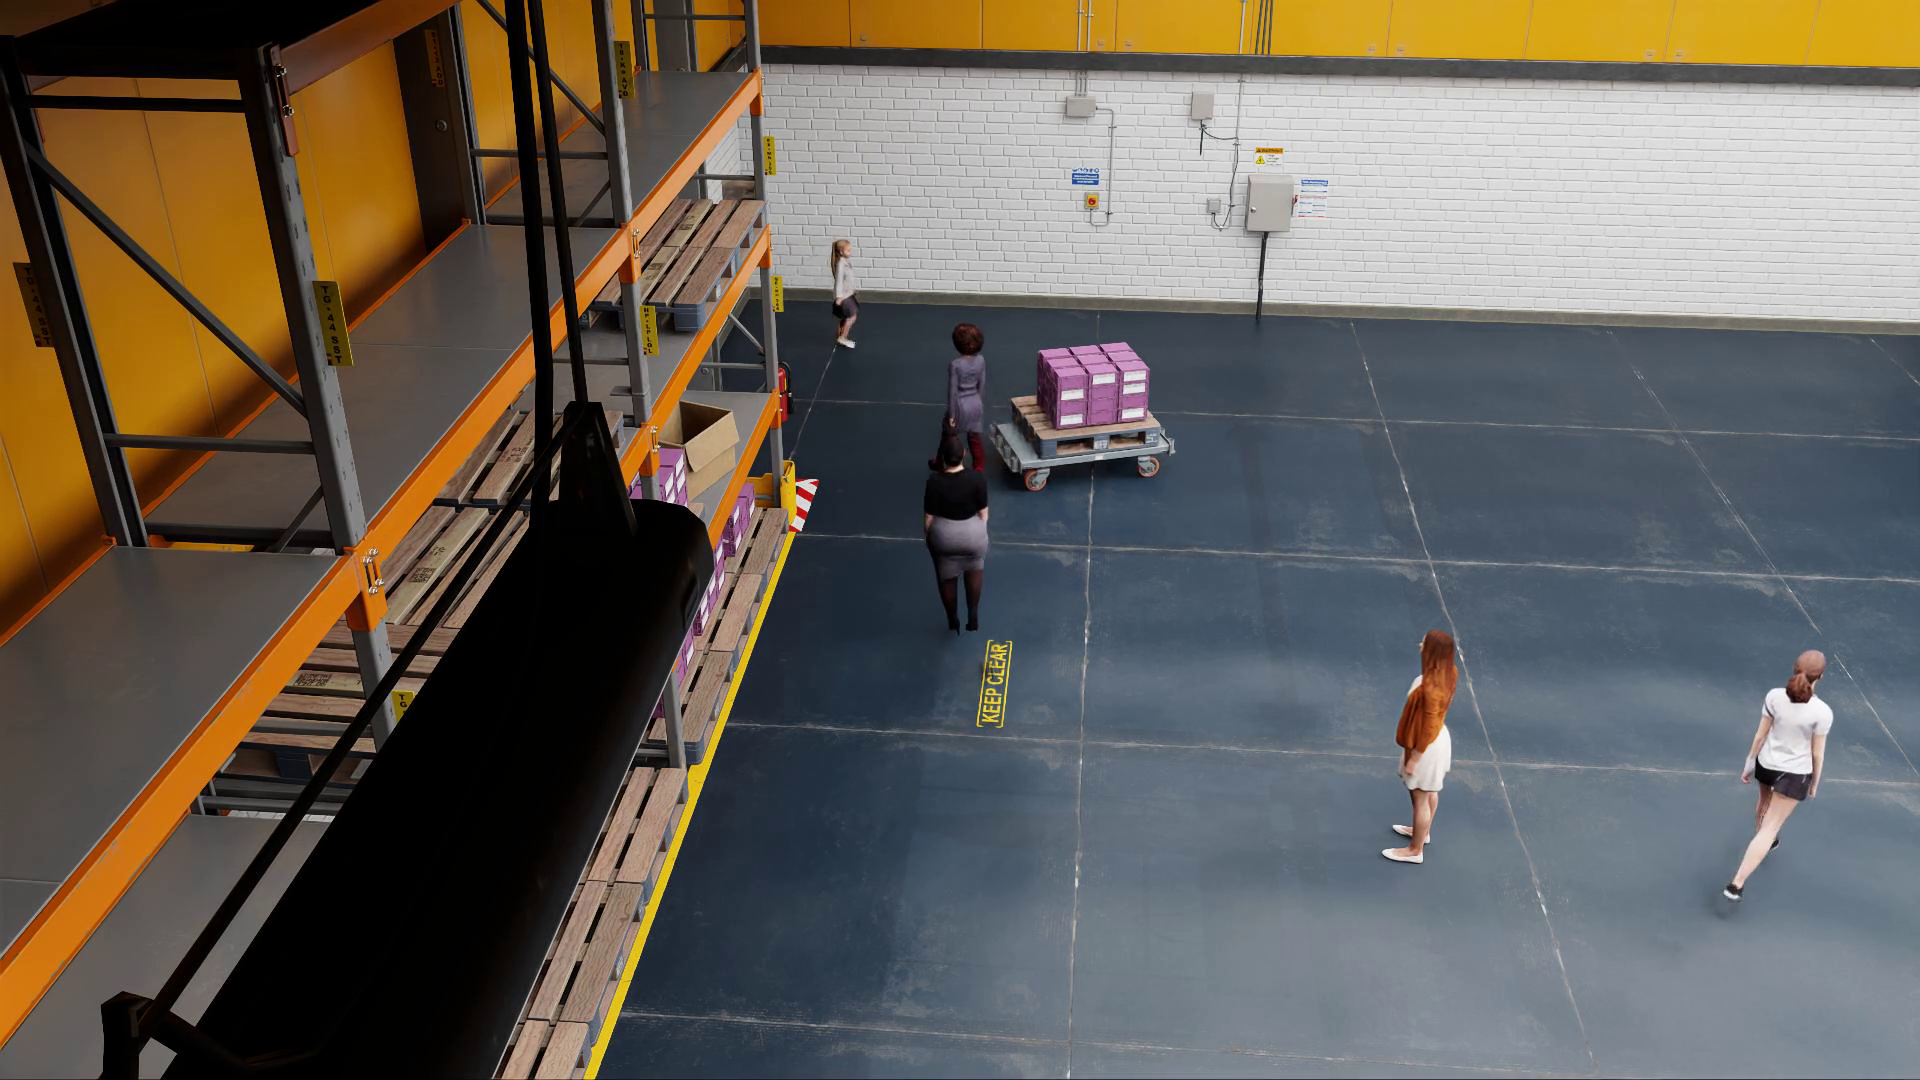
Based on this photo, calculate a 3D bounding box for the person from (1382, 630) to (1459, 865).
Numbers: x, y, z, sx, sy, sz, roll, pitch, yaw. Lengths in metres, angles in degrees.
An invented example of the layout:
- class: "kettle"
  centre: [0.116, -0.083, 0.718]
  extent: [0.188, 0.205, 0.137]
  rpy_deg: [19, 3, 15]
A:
- class: "person"
  centre: [3.037, 1.330, 10.794]
  extent: [0.747, 1.723, 0.624]
  rpy_deg: [14, 31, 23]

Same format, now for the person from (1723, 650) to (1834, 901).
- class: "person"
  centre: [5.137, 1.514, 10.466]
  extent: [1.182, 1.712, 1.065]
  rpy_deg: [-25, 38, -38]

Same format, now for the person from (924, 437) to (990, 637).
- class: "person"
  centre: [-0.005, 0.031, 13.153]
  extent: [0.742, 1.743, 0.762]
  rpy_deg: [-3, 29, -6]

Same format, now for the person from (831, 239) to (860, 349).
- class: "person"
  centre: [-1.373, -2.793, 18.830]
  extent: [0.572, 1.265, 0.478]
  rpy_deg: [3, 29, 5]

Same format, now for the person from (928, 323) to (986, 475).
- class: "person"
  centre: [0.109, -1.132, 15.354]
  extent: [0.993, 1.677, 1.121]
  rpy_deg: [-18, 34, -30]
